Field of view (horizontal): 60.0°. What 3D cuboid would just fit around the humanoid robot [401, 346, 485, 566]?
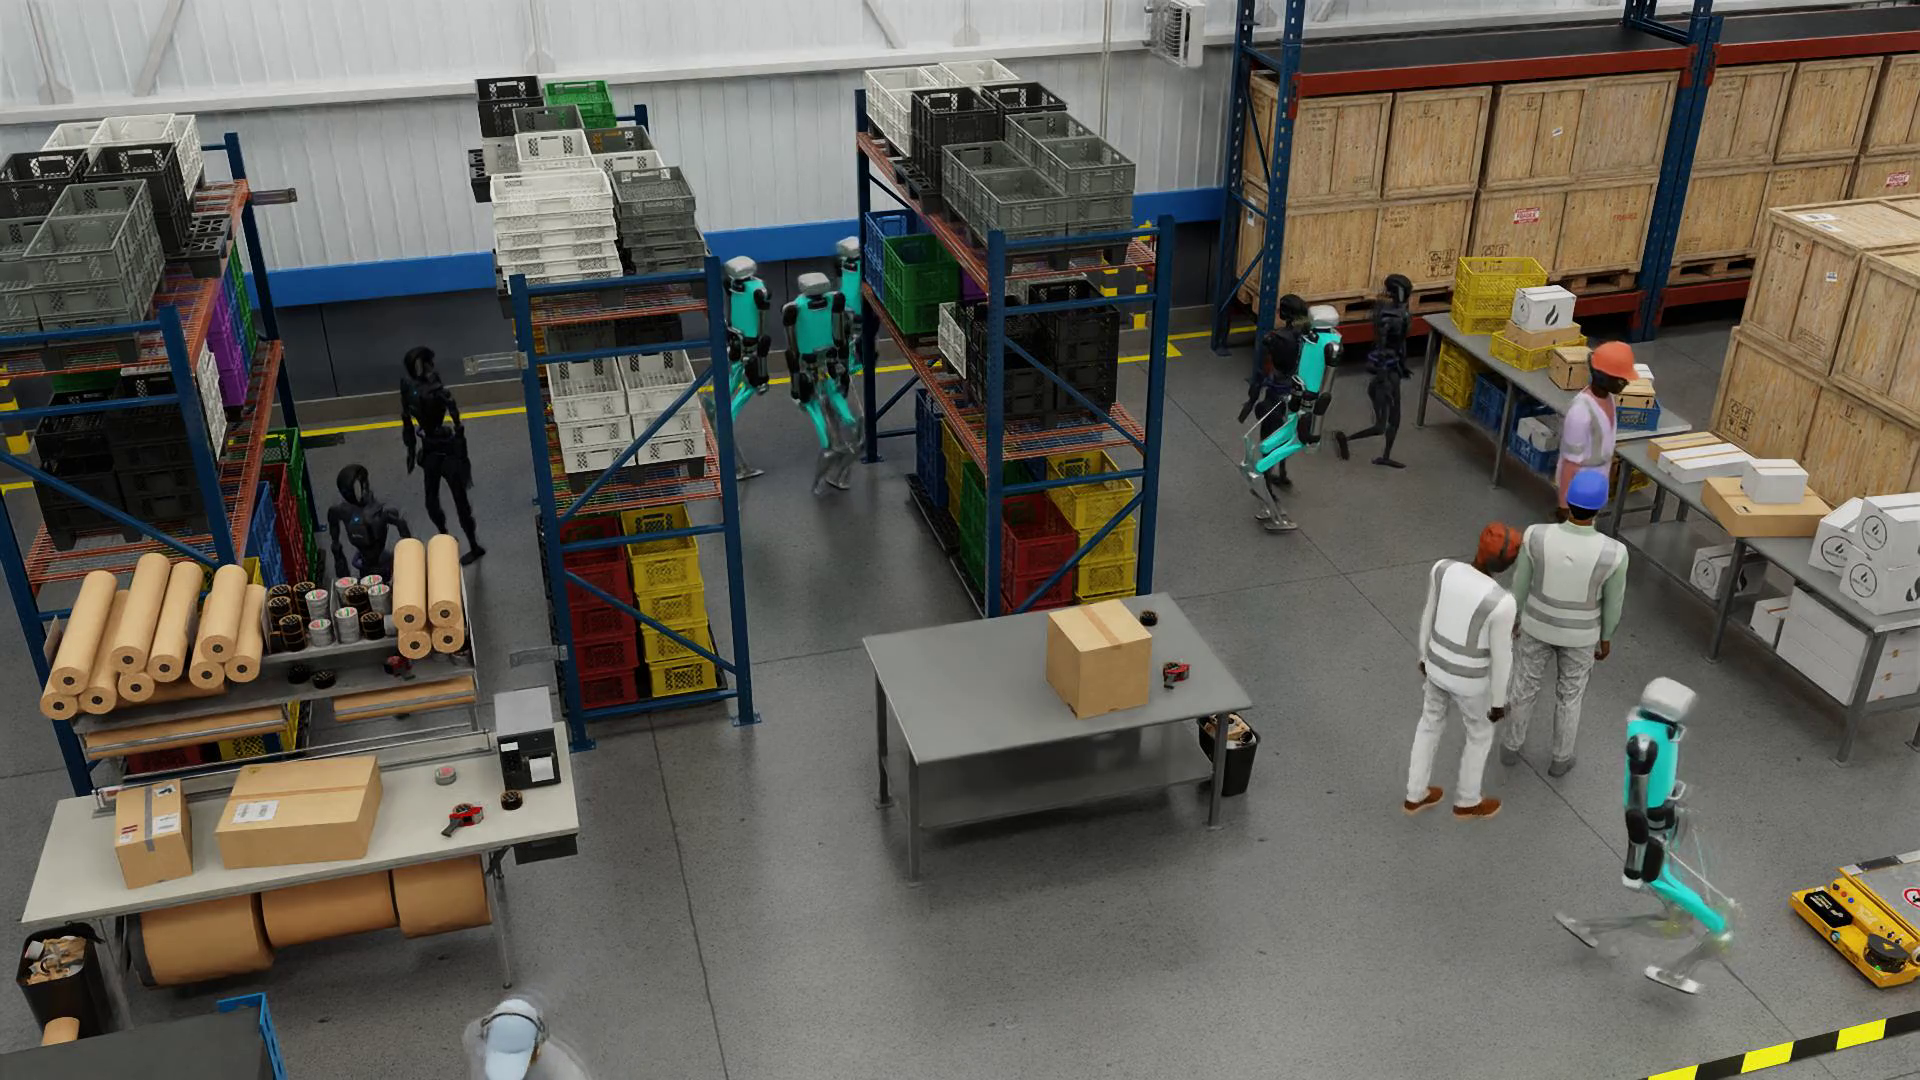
[{"bbox_3d":[-3.687,-0.604,11.795,0.603,1.656,0.314,16,32,26],"label":"humanoid robot"}]

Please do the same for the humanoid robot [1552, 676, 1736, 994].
[{"bbox_3d":[3.399,1.476,7.930,0.969,1.738,0.540,18,33,29],"label":"humanoid robot"}]

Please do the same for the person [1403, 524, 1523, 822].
[{"bbox_3d":[2.769,0.740,9.159,0.419,1.869,0.615,-18,33,-29],"label":"person"}]

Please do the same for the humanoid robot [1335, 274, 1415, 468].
[{"bbox_3d":[3.347,-1.344,13.152,0.514,1.644,0.612,16,32,26],"label":"humanoid robot"}]

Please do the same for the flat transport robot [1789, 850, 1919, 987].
[{"bbox_3d":[5.163,1.916,8.676,1.431,0.231,0.659,-8,30,-14],"label":"flat transport robot"}]

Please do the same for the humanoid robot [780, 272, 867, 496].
[{"bbox_3d":[-0.976,-1.108,12.663,0.543,1.806,0.667,-19,34,-30],"label":"humanoid robot"}]

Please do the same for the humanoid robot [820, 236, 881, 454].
[{"bbox_3d":[-0.999,-1.510,13.388,0.752,1.781,0.557,-22,36,-34],"label":"humanoid robot"}]

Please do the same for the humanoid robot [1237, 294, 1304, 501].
[{"bbox_3d":[2.403,-1.092,12.681,0.597,1.657,0.385,-17,33,-28],"label":"humanoid robot"}]

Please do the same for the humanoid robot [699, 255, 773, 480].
[{"bbox_3d":[-1.804,-1.304,12.985,0.717,1.754,0.531,-23,36,-35],"label":"humanoid robot"}]

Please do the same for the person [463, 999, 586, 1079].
[{"bbox_3d":[-1.629,2.367,6.245,0.643,1.816,0.538,16,33,27],"label":"person"}]

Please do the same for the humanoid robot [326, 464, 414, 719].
[{"bbox_3d":[-3.547,0.240,10.320,0.604,1.626,0.768,4,29,7],"label":"humanoid robot"}]

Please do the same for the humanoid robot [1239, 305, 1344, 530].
[{"bbox_3d":[2.345,-0.874,12.132,0.746,1.693,0.531,-5,29,-9],"label":"humanoid robot"}]

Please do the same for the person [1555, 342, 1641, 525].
[{"bbox_3d":[4.154,-0.364,11.009,0.466,2.027,0.623,19,34,31],"label":"person"}]

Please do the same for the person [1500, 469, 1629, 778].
[{"bbox_3d":[3.443,0.490,9.527,0.604,1.948,0.383,14,32,23],"label":"person"}]
